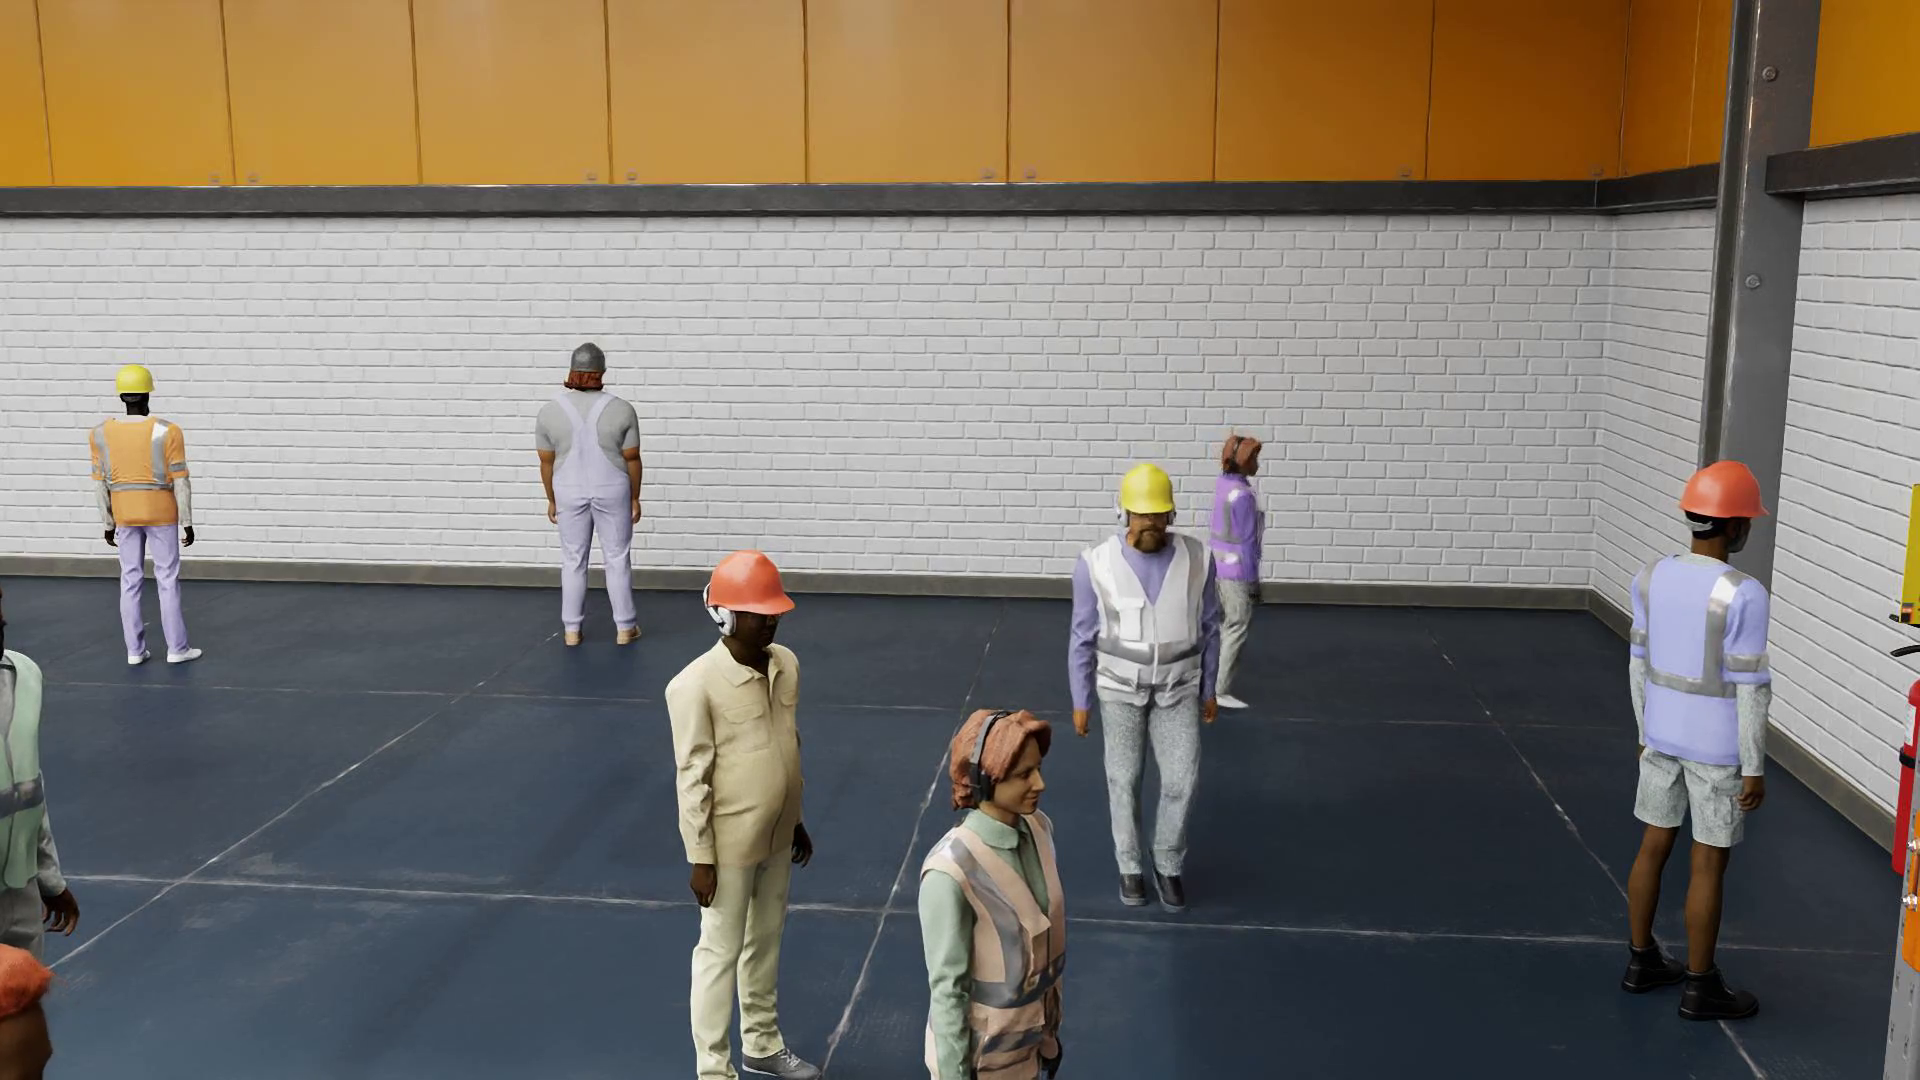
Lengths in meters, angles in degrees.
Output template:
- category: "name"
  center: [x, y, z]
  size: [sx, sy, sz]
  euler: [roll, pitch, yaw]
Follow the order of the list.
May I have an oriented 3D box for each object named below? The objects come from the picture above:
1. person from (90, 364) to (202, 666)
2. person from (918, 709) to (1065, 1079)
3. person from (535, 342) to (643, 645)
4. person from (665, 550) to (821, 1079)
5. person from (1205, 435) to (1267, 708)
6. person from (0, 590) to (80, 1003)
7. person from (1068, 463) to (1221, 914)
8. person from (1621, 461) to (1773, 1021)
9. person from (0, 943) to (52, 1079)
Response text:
- category: "person"
  center: [-5.180, -0.150, 10.590]
  size: [0.588, 1.930, 0.361]
  euler: [-1, 10, -4]
- category: "person"
  center: [0.077, 1.182, 3.795]
  size: [0.308, 1.640, 0.511]
  euler: [5, 11, 26]
- category: "person"
  center: [-2.466, -0.310, 11.189]
  size: [0.684, 2.000, 0.538]
  euler: [-1, 10, -4]
- category: "person"
  center: [-0.644, 0.893, 5.119]
  size: [0.325, 1.752, 0.559]
  euler: [6, 11, 30]
- category: "person"
  center: [1.575, 0.190, 9.575]
  size: [0.345, 1.613, 0.595]
  euler: [-1, 10, -4]
- category: "person"
  center: [-2.574, 0.946, 4.342]
  size: [0.391, 1.920, 0.587]
  euler: [1, 10, 8]
- category: "person"
  center: [0.742, 0.601, 6.609]
  size: [0.626, 1.814, 0.531]
  euler: [0, 10, -1]
- category: "person"
  center: [2.566, 0.690, 5.760]
  size: [0.361, 1.938, 0.545]
  euler: [-5, 11, -25]
- category: "person"
  center: [-1.160, 1.372, 2.003]
  size: [0.356, 1.886, 0.574]
  euler: [1, 10, 4]
